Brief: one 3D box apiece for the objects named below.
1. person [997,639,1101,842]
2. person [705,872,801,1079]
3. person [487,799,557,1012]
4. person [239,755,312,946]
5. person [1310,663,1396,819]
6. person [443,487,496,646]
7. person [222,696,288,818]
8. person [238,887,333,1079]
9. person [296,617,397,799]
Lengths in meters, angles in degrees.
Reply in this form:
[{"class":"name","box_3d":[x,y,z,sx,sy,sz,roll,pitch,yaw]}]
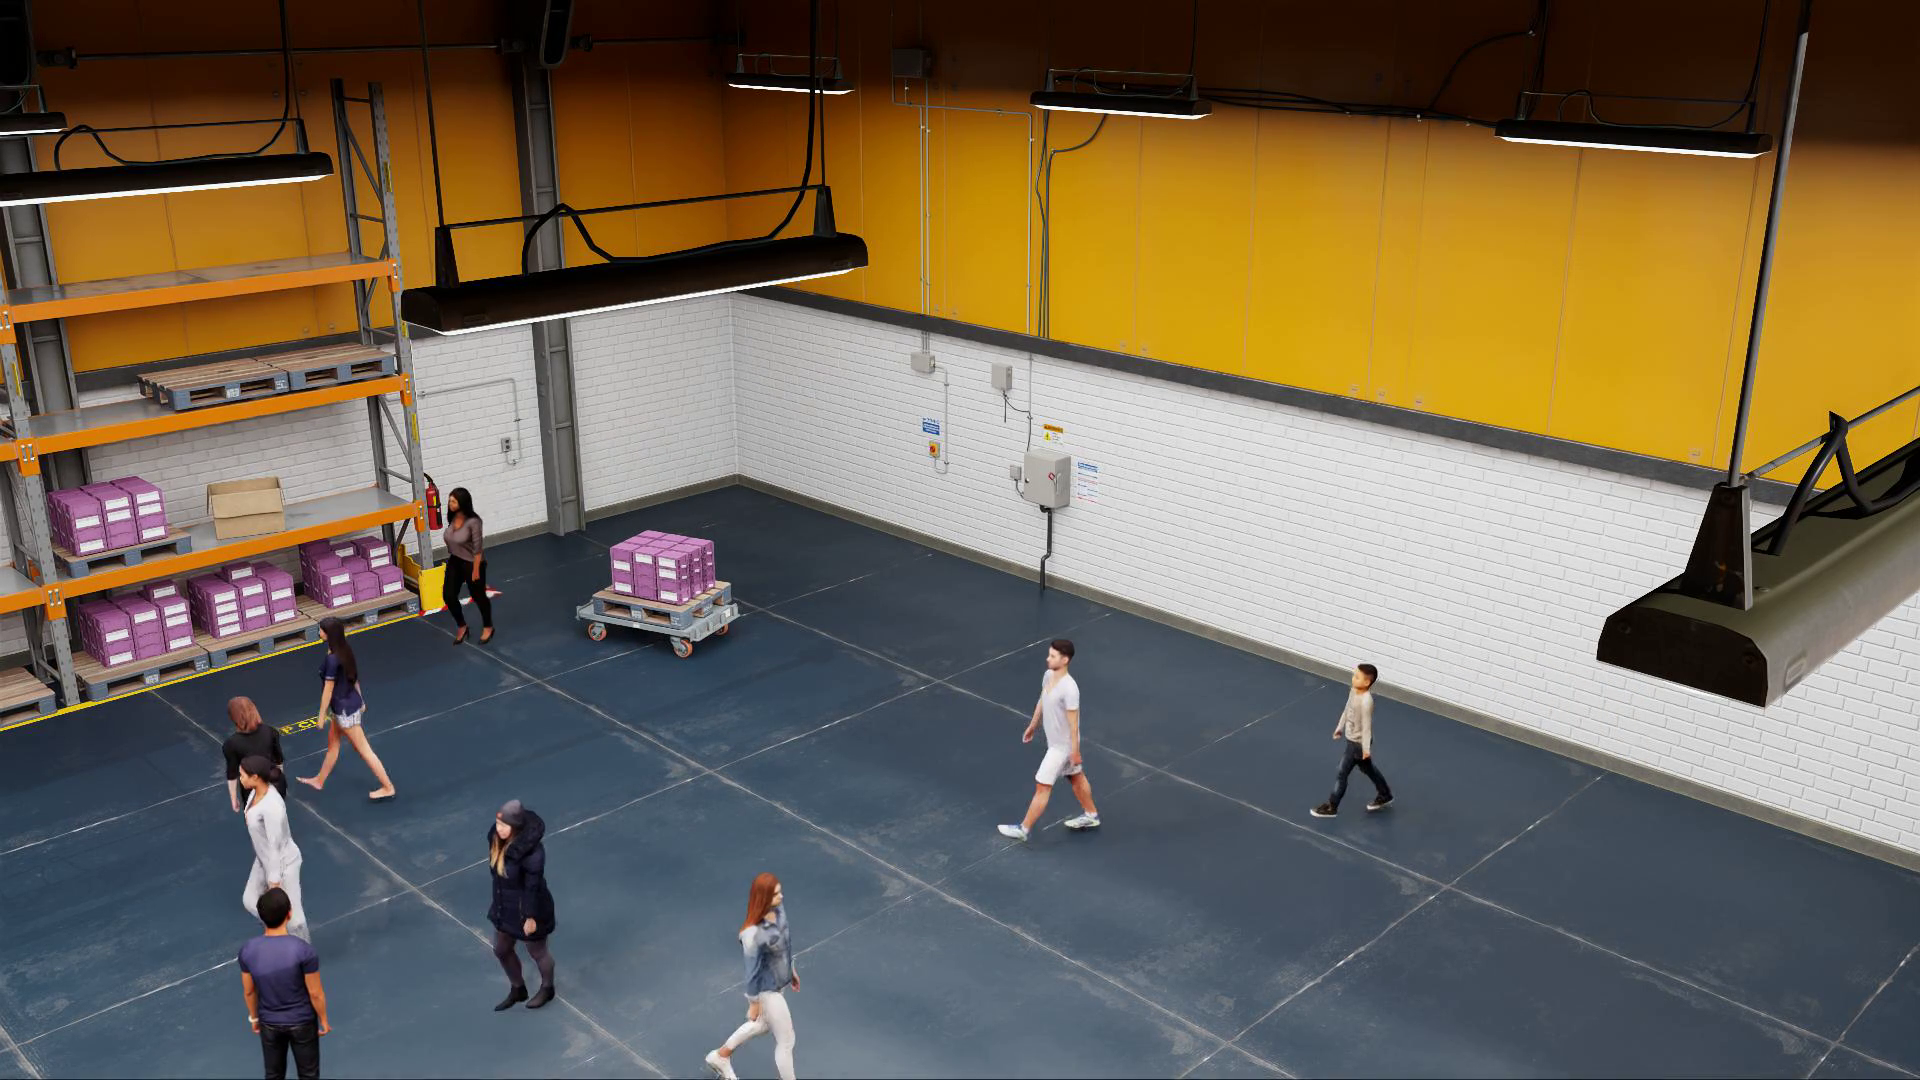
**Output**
[{"class":"person","box_3d":[0.952,1.701,14.158,1.310,1.802,1.105,-4,19,-13]},{"class":"person","box_3d":[-1.322,2.900,10.797,1.022,1.673,1.104,5,19,13]},{"class":"person","box_3d":[-3.036,2.565,11.814,0.701,1.660,0.699,14,23,36]},{"class":"person","box_3d":[-4.981,2.354,12.341,0.669,1.722,0.696,-14,23,-35]},{"class":"person","box_3d":[3.557,1.756,14.561,1.025,1.440,0.969,0,19,0]},{"class":"person","box_3d":[-5.354,0.279,18.344,0.768,1.825,0.803,10,21,28]},{"class":"person","box_3d":[-5.520,2.066,13.259,0.581,1.682,0.681,-14,23,-35]},{"class":"person","box_3d":[-4.192,2.990,10.355,0.682,1.784,0.766,-2,19,-5]},{"class":"person","box_3d":[-5.364,1.539,14.776,1.157,1.713,1.096,0,19,0]}]
